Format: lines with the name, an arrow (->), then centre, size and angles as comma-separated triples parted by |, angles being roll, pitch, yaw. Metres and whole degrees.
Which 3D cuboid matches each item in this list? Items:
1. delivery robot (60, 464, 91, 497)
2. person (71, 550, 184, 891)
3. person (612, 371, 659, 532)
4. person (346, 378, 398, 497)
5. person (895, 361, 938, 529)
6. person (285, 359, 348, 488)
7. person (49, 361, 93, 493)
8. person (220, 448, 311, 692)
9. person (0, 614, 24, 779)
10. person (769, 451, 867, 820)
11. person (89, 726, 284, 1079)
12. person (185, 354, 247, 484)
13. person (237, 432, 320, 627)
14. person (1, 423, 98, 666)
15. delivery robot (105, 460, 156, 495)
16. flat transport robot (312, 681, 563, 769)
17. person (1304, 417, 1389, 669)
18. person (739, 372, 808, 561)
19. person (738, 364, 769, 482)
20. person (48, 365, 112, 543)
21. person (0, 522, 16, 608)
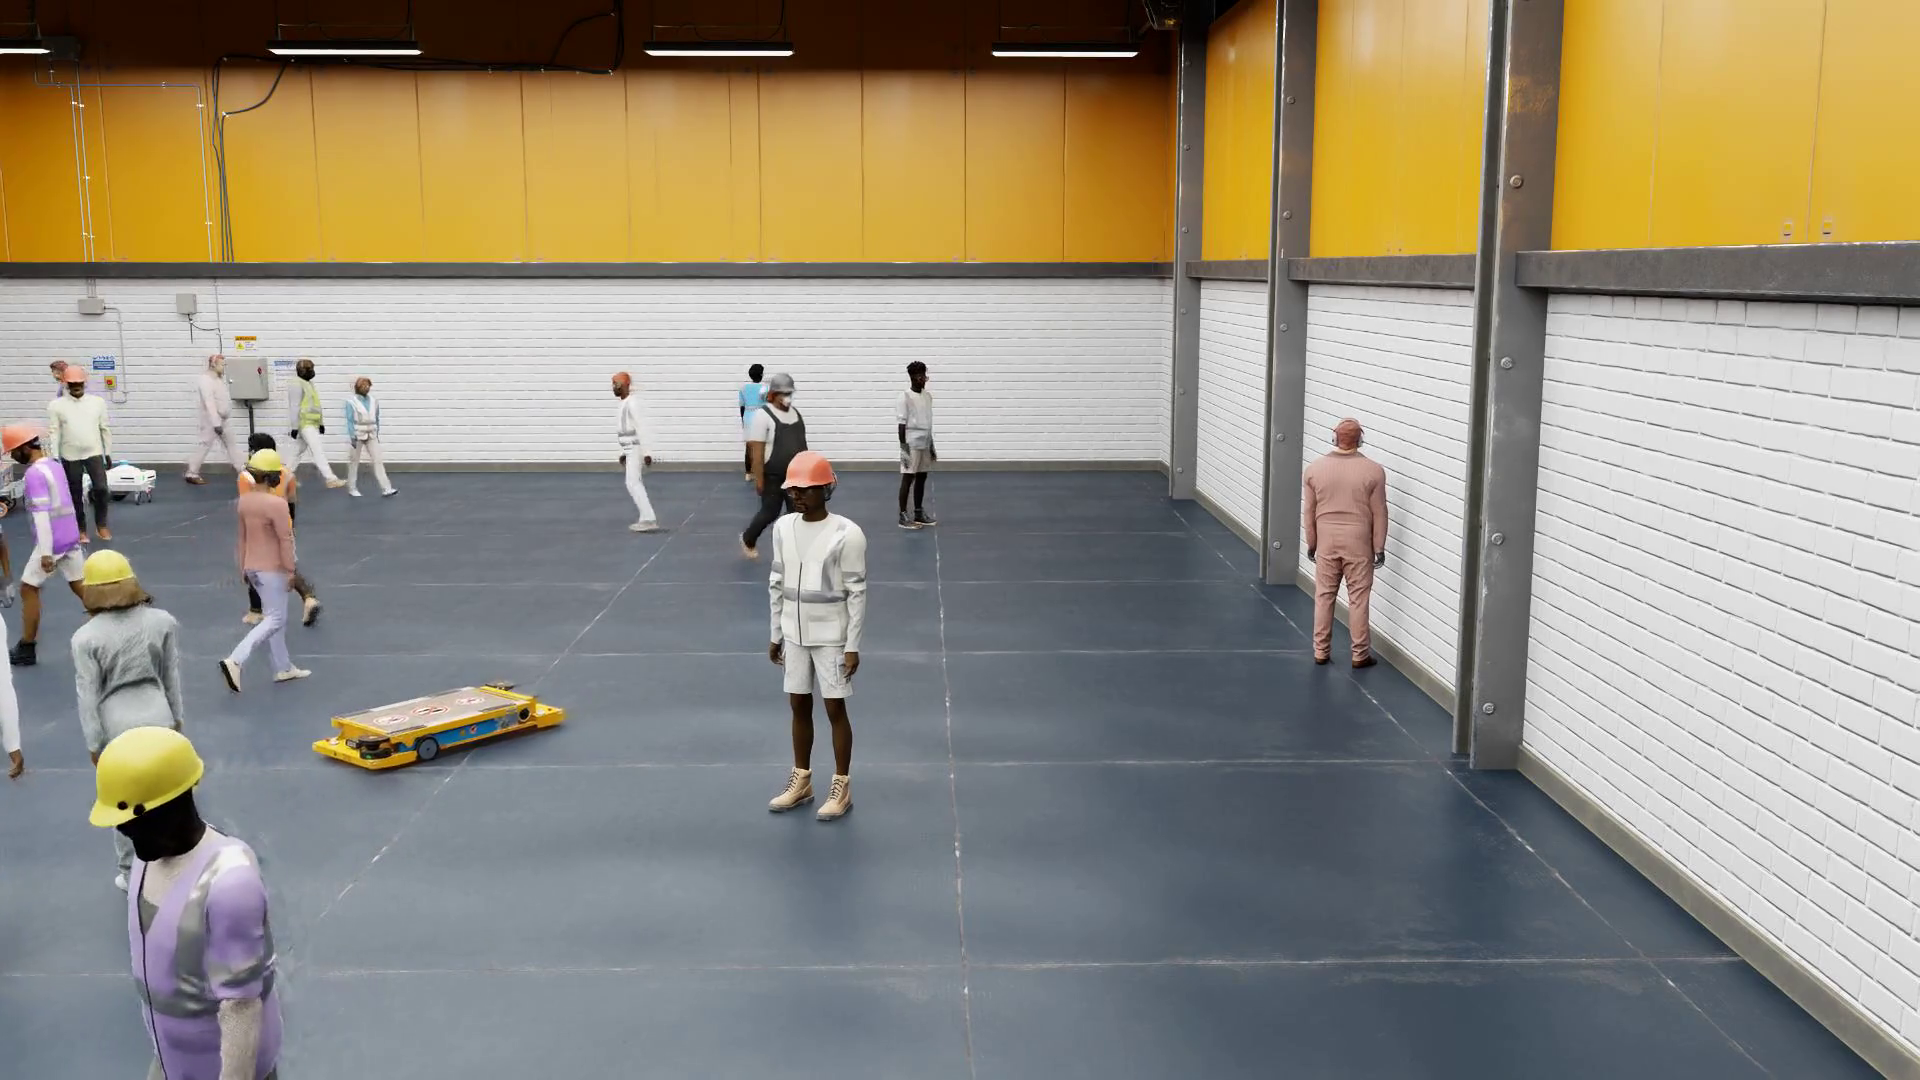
delivery robot -> -11.417, -0.716, 21.071 | 0.707, 0.478, 0.477 | -3, 10, -16
person -> -3.903, 0.897, 7.901 | 0.661, 1.714, 0.494 | 9, 13, 44
person -> -3.772, -1.024, 19.260 | 0.462, 1.855, 0.603 | -3, 10, -19
person -> -7.852, -1.342, 22.005 | 0.849, 1.593, 0.538 | 7, 11, 36
person -> -0.501, -1.117, 19.540 | 0.368, 1.954, 0.655 | 7, 11, 36
person -> -9.020, -1.602, 23.017 | 0.954, 1.793, 0.646 | -1, 9, -6
person -> -12.060, -1.508, 22.379 | 0.781, 1.800, 0.599 | -3, 10, -16
person -> -5.055, 0.217, 11.993 | 0.537, 1.746, 0.727 | 6, 11, 33
person -> -4.518, 0.925, 7.424 | 0.586, 1.839, 0.951 | -8, 12, -40
person -> -0.811, 0.526, 9.194 | 0.611, 2.043, 0.374 | 5, 11, 29
person -> -2.004, 1.371, 4.565 | 0.618, 1.872, 0.945 | 7, 12, 38
person -> -10.451, -1.683, 23.371 | 1.038, 1.849, 0.651 | 0, 9, -2
person -> -5.779, -0.074, 14.034 | 0.768, 1.673, 0.539 | 6, 11, 33
person -> -7.034, 0.034, 12.771 | 0.920, 1.852, 0.647 | -1, 9, -8
delivery robot -> -10.802, -0.788, 21.511 | 0.707, 0.478, 0.477 | 0, 9, 2
flat transport robot -> -3.328, 1.169, 10.671 | 0.652, 0.197, 1.431 | 7, 12, 37
person -> 2.944, 0.024, 12.677 | 0.641, 1.913, 0.407 | 5, 10, 28
person -> -1.866, -0.726, 16.878 | 0.845, 2.000, 0.688 | 8, 12, 41
person -> -2.879, -1.652, 23.605 | 0.541, 1.696, 0.315 | 4, 10, 24
person -> -9.686, -0.931, 18.336 | 0.635, 1.976, 0.588 | -6, 11, -34
person -> -6.651, 0.312, 11.198 | 0.952, 1.813, 0.530 | 7, 12, 38
